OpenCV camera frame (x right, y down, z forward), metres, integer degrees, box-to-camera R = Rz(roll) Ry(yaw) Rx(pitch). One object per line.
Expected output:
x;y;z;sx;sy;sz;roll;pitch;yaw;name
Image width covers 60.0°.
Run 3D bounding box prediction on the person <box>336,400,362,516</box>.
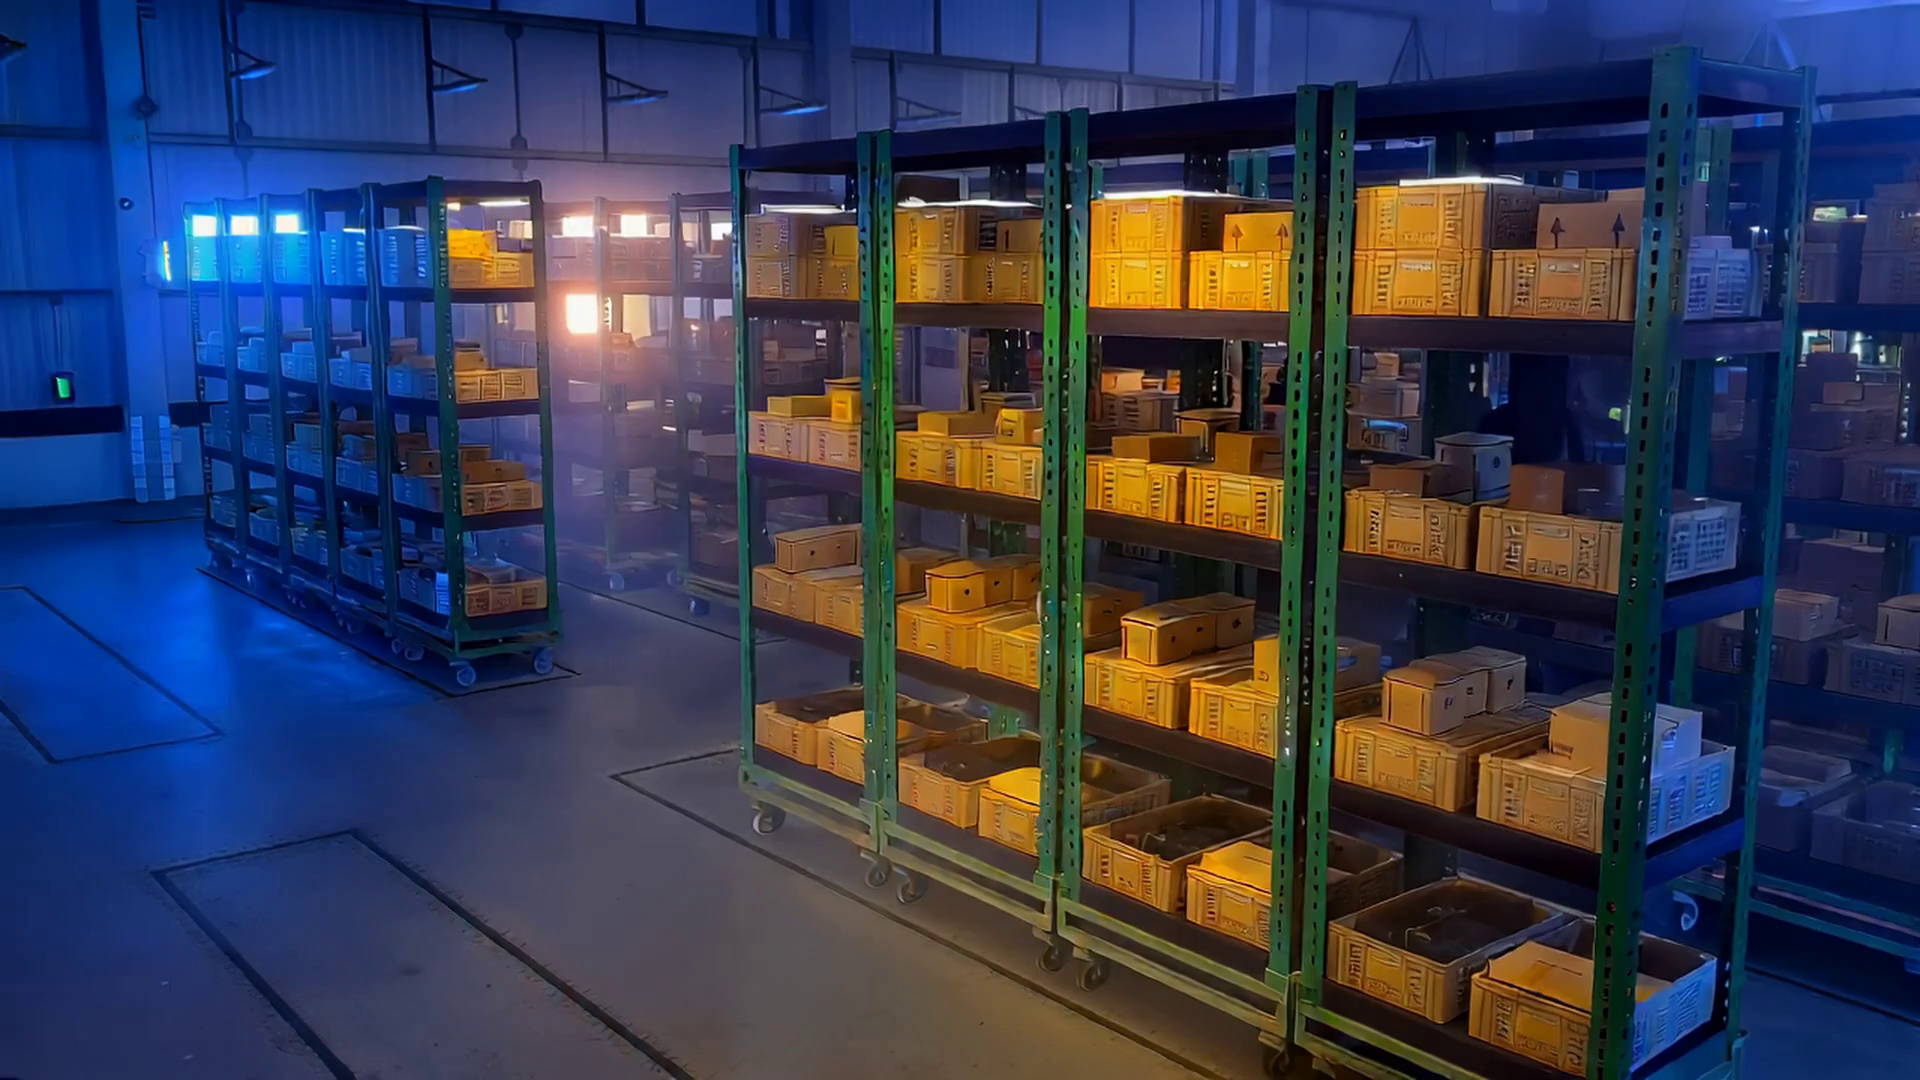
-6.172;-0.691;16.855;0.375;1.843;0.574;-3;10;-16;person
